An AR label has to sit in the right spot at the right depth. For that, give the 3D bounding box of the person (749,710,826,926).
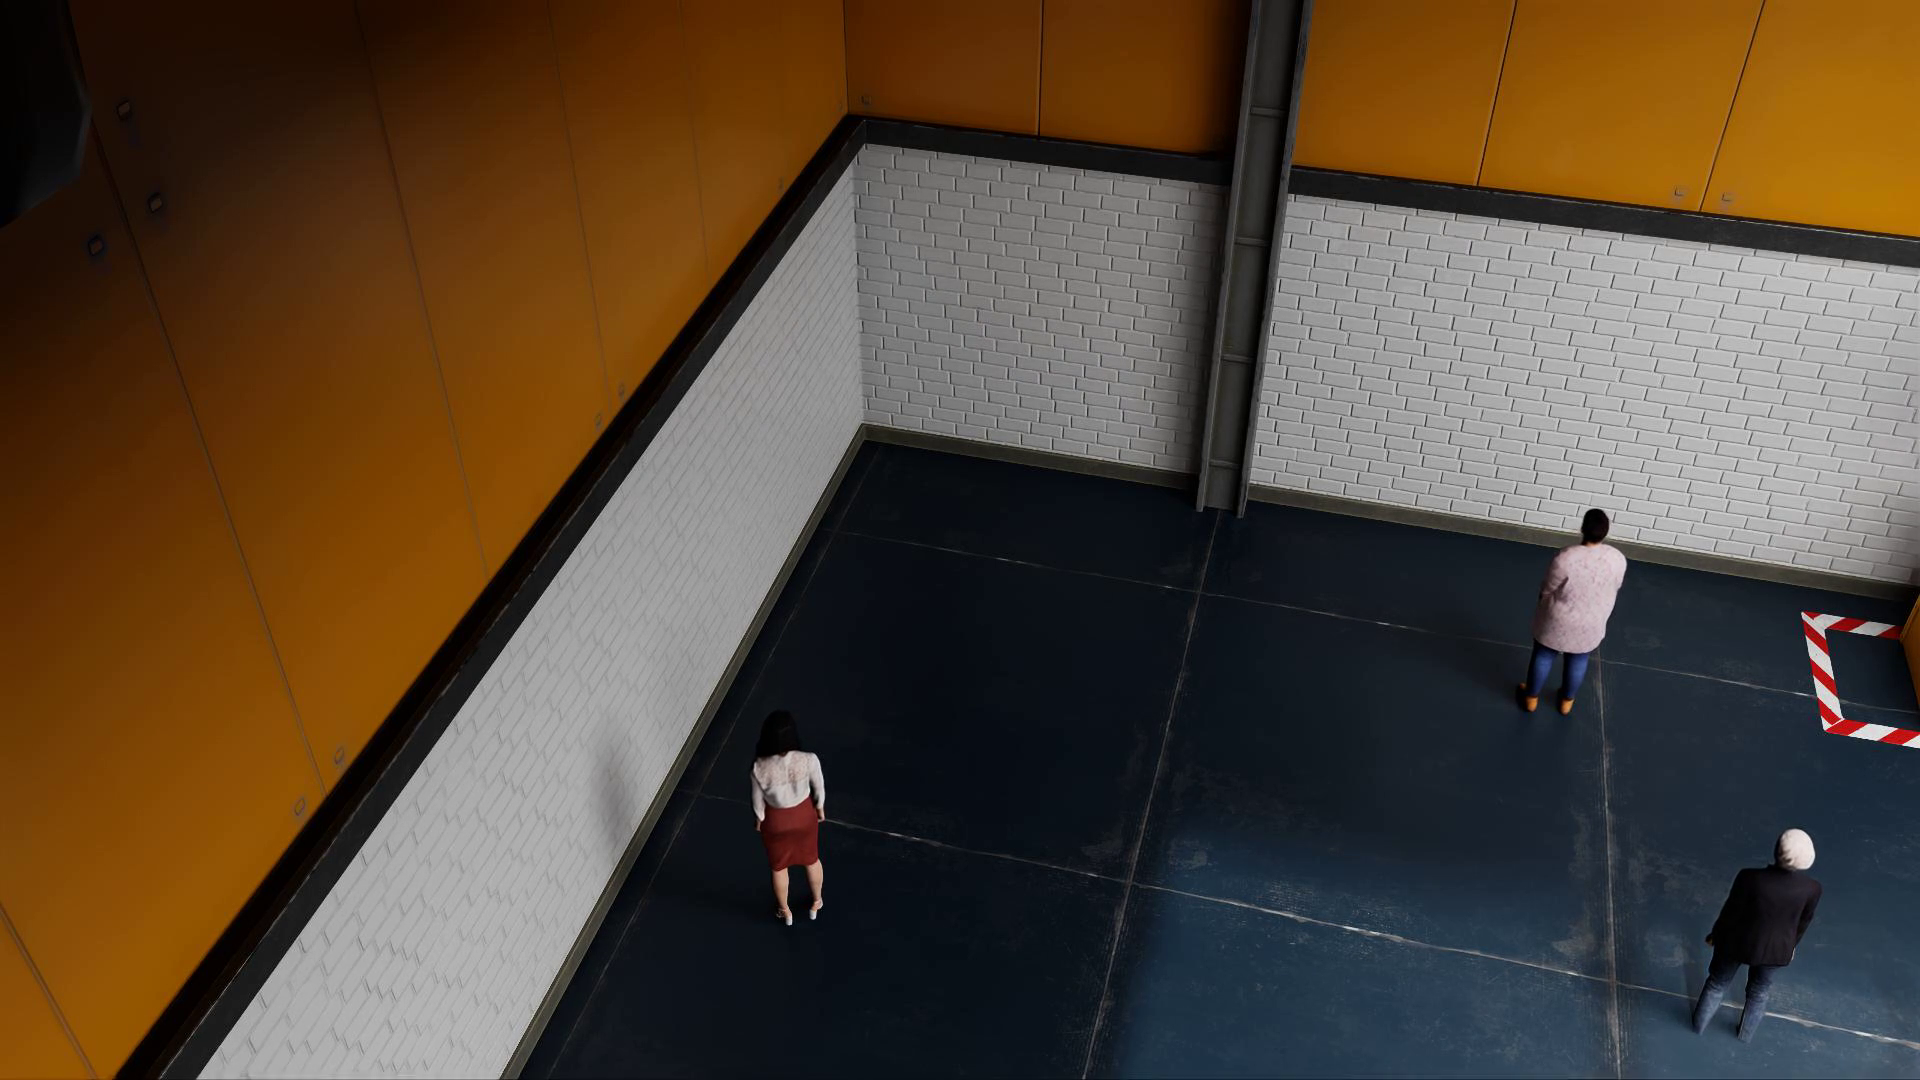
[{"bbox_3d":[-1.029,1.689,10.018,0.608,1.751,0.729,-9,39,-11],"label":"person"}]

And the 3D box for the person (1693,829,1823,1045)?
[{"bbox_3d":[4.530,2.336,9.483,0.602,1.771,0.679,9,40,11],"label":"person"}]

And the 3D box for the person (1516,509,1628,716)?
[{"bbox_3d":[4.249,0.498,11.515,0.589,1.743,0.776,5,39,7],"label":"person"}]
